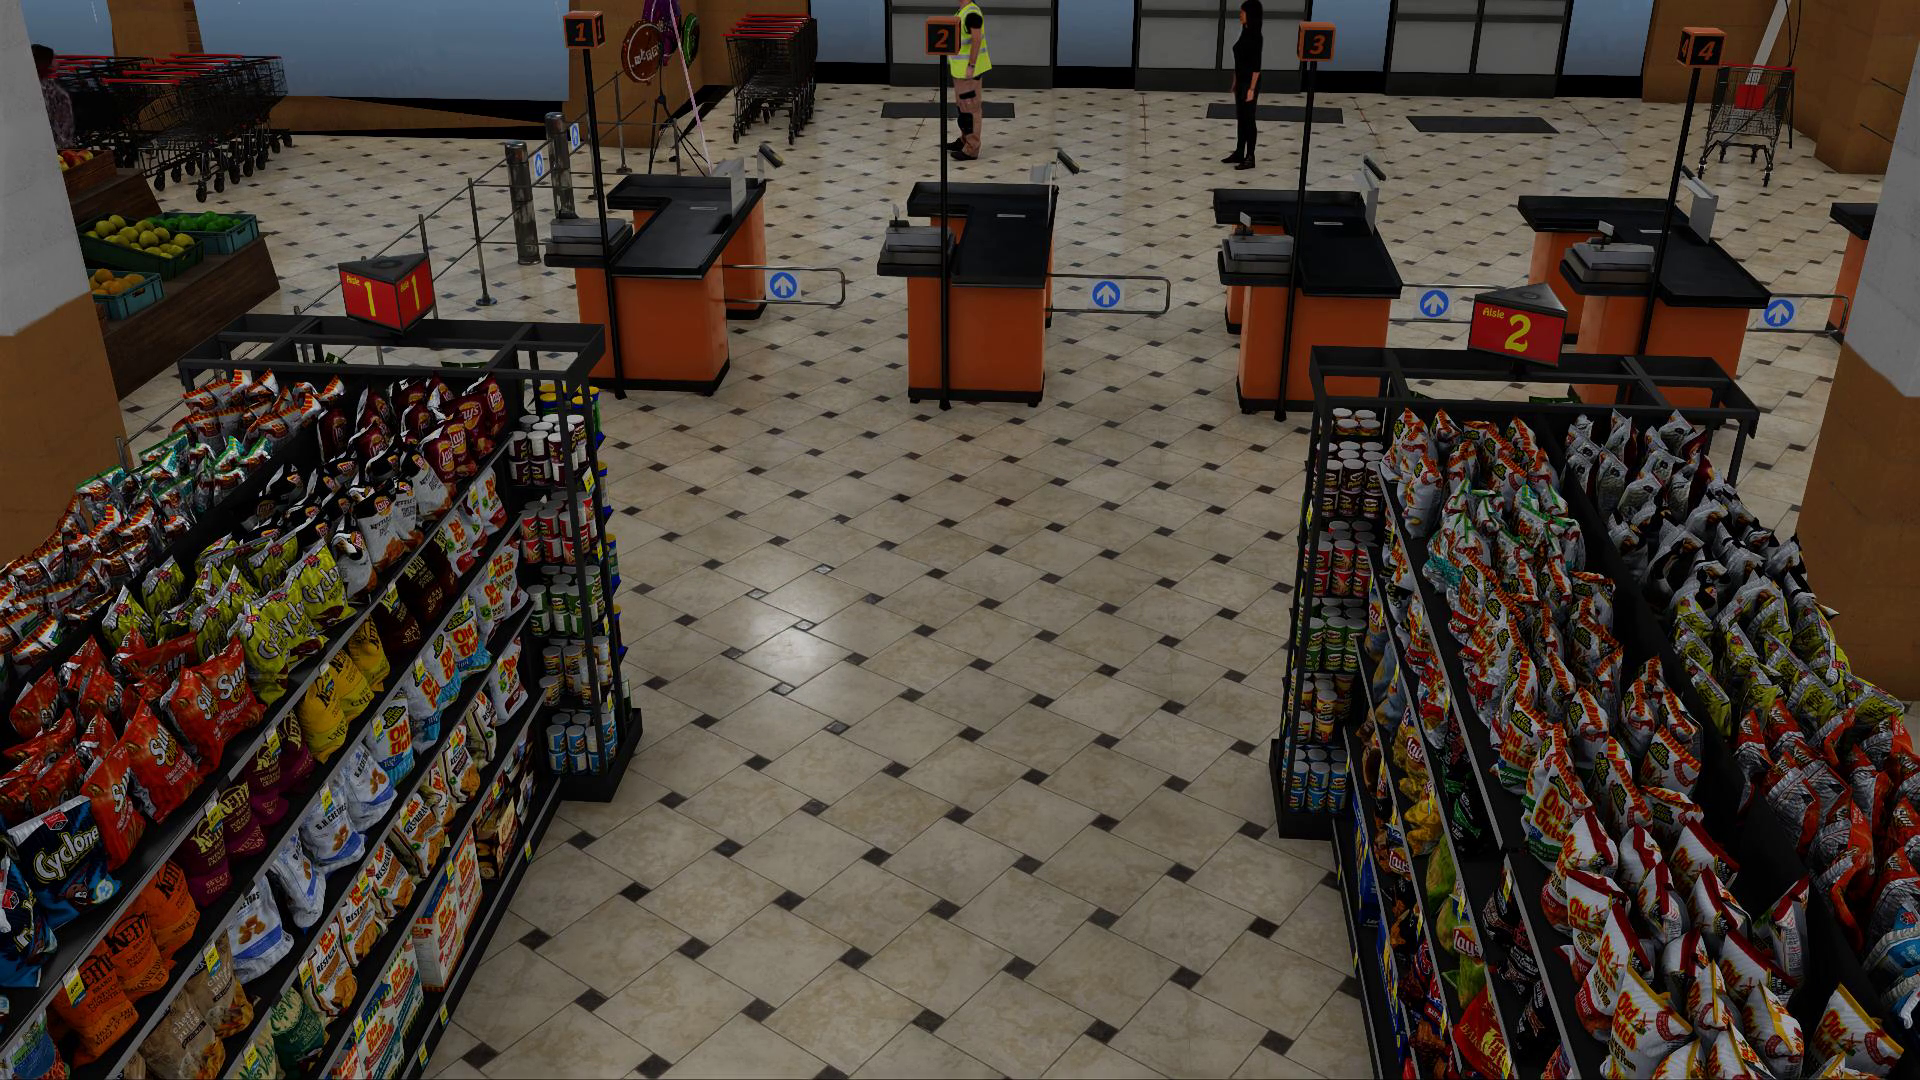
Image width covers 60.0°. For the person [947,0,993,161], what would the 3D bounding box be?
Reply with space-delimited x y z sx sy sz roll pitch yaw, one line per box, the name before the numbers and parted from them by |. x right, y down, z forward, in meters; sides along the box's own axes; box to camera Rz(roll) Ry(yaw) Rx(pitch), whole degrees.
person | 0.063 -4.837 16.972 0.831 1.846 0.735 -4 27 -8

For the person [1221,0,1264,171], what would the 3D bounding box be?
person | 2.888 -4.571 16.673 0.705 1.642 0.561 -7 28 -14
